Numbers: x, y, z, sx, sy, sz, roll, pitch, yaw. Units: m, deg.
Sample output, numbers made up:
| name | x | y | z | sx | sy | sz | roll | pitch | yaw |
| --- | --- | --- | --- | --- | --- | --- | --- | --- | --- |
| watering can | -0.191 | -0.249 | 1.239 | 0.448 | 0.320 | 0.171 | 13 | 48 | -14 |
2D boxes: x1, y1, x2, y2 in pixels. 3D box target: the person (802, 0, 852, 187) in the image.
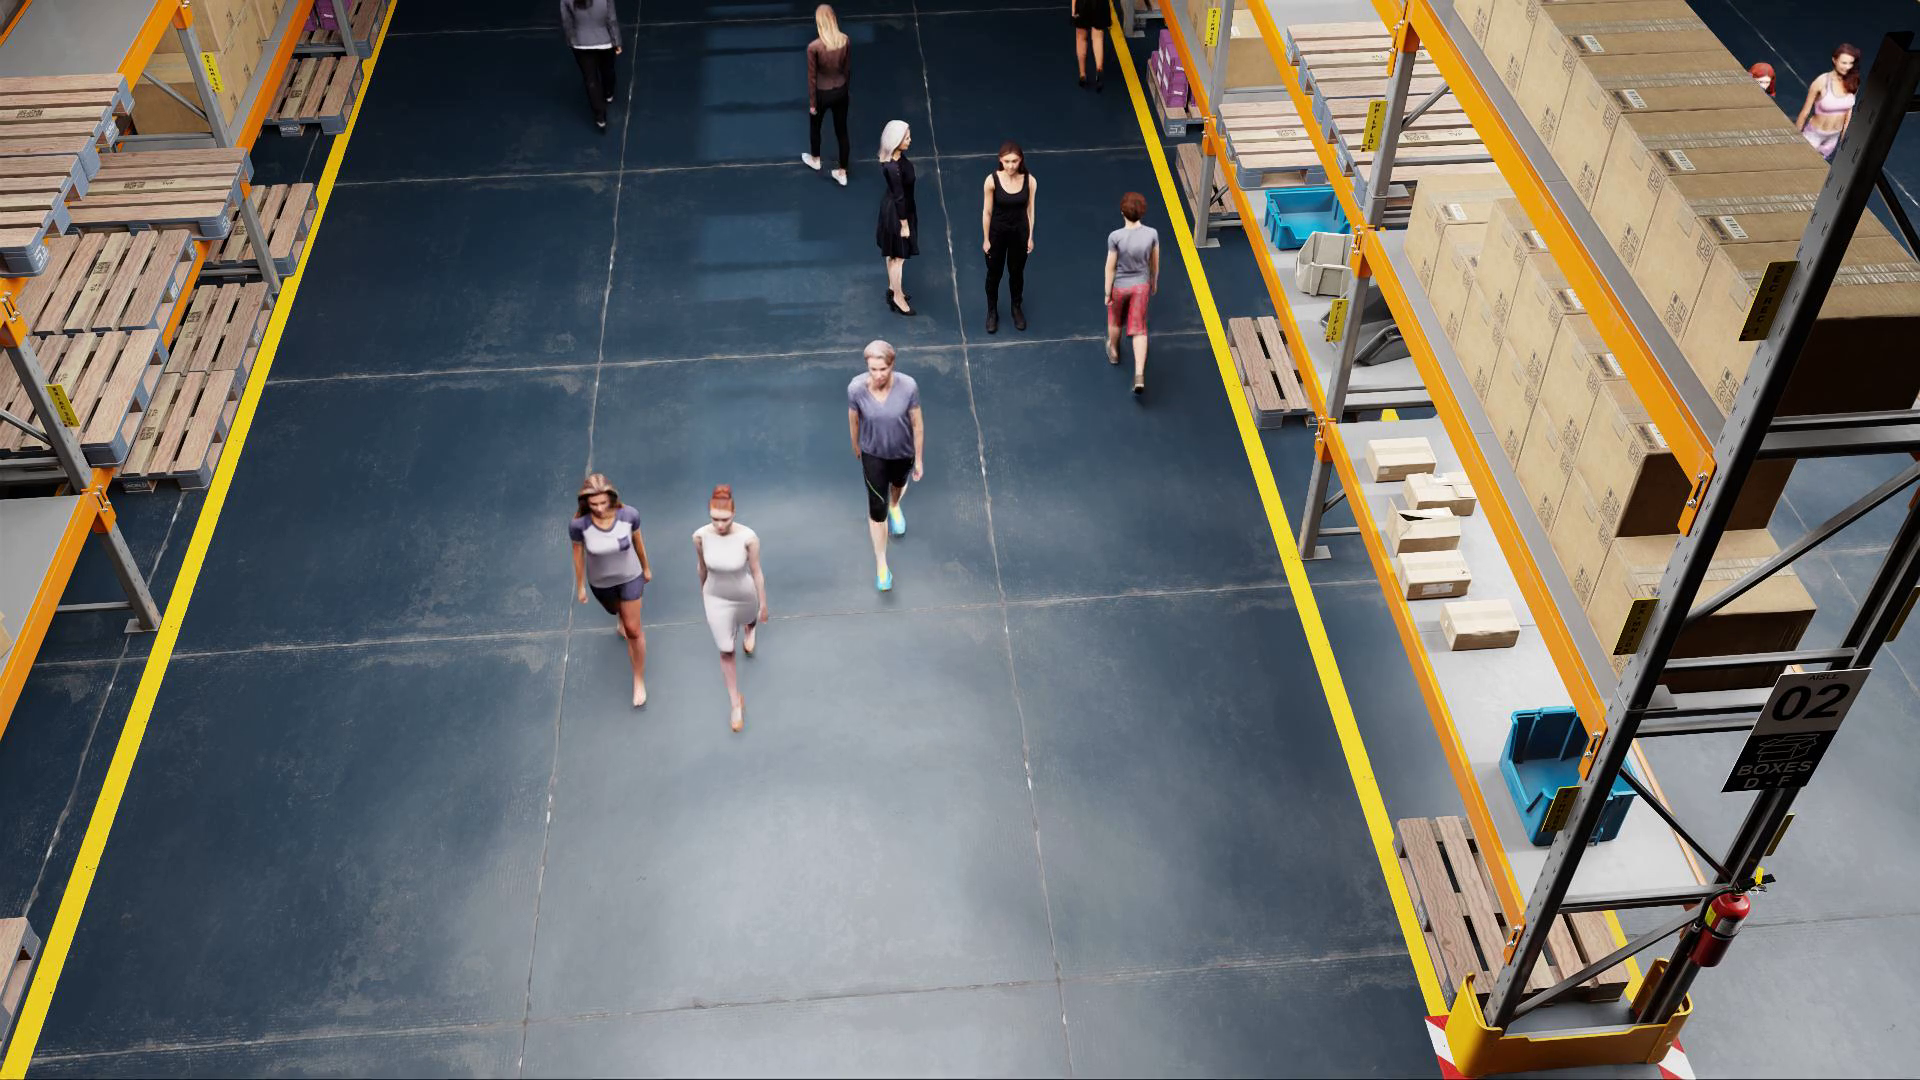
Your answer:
| name | x | y | z | sx | sy | sz | roll | pitch | yaw |
| --- | --- | --- | --- | --- | --- | --- | --- | --- | --- |
| person | -1.131 | -3.979 | 15.050 | 0.860 | 1.684 | 0.964 | -24 | 49 | -23 |

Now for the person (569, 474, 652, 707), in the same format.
| name | x | y | z | sx | sy | sz | roll | pitch | yaw |
| --- | --- | --- | --- | --- | --- | --- | --- | --- | --- |
| person | -2.216 | 0.185 | 10.672 | 0.658 | 1.693 | 1.089 | -6 | 44 | -6 |

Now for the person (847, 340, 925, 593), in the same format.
| name | x | y | z | sx | sy | sz | roll | pitch | yaw |
| --- | --- | --- | --- | --- | --- | --- | --- | --- | --- |
| person | -0.489 | -0.648 | 11.451 | 0.656 | 1.826 | 1.223 | -5 | 44 | -5 |

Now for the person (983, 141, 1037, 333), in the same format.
| name | x | y | z | sx | sy | sz | roll | pitch | yaw |
| --- | --- | --- | --- | --- | --- | --- | --- | --- | --- |
| person | 0.388 | -2.463 | 13.456 | 0.582 | 1.689 | 0.549 | -5 | 44 | -5 |

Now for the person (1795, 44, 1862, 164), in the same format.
| name | x | y | z | sx | sy | sz | roll | pitch | yaw |
| --- | --- | --- | --- | --- | --- | --- | --- | --- | --- |
| person | 7.457 | -3.507 | 14.512 | 0.606 | 1.744 | 1.046 | -6 | 44 | -7 |

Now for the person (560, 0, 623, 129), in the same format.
| name | x | y | z | sx | sy | sz | roll | pitch | yaw |
| --- | --- | --- | --- | --- | --- | --- | --- | --- | --- |
| person | -3.507 | -4.715 | 15.914 | 0.808 | 1.558 | 1.104 | -11 | 45 | -11 |

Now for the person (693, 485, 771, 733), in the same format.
| name | x | y | z | sx | sy | sz | roll | pitch | yaw |
| --- | --- | --- | --- | --- | --- | --- | --- | --- | --- |
| person | -1.407 | 0.309 | 10.502 | 0.672 | 1.749 | 1.110 | 1 | 44 | 1 |

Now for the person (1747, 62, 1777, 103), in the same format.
| name | x | y | z | sx | sy | sz | roll | pitch | yaw |
| --- | --- | --- | --- | --- | --- | --- | --- | --- | --- |
| person | 6.539 | -3.288 | 14.228 | 0.672 | 1.817 | 0.717 | 3 | 44 | 3 |

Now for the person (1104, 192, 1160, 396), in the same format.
| name | x | y | z | sx | sy | sz | roll | pitch | yaw |
| --- | --- | --- | --- | --- | --- | --- | --- | --- | --- |
| person | 1.335 | -1.890 | 12.899 | 0.604 | 1.626 | 1.078 | -2 | 44 | -2 |

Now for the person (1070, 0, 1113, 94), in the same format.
| name | x | y | z | sx | sy | sz | roll | pitch | yaw |
| --- | --- | --- | --- | --- | --- | --- | --- | --- | --- |
| person | 1.293 | -5.148 | 16.179 | 0.620 | 1.820 | 0.929 | -7 | 44 | -8 |

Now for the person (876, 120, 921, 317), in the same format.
| name | x | y | z | sx | sy | sz | roll | pitch | yaw |
| --- | --- | --- | --- | --- | --- | --- | --- | --- | --- |
| person | -0.504 | -2.640 | 13.598 | 0.662 | 1.749 | 0.511 | -6 | 44 | -6 |
